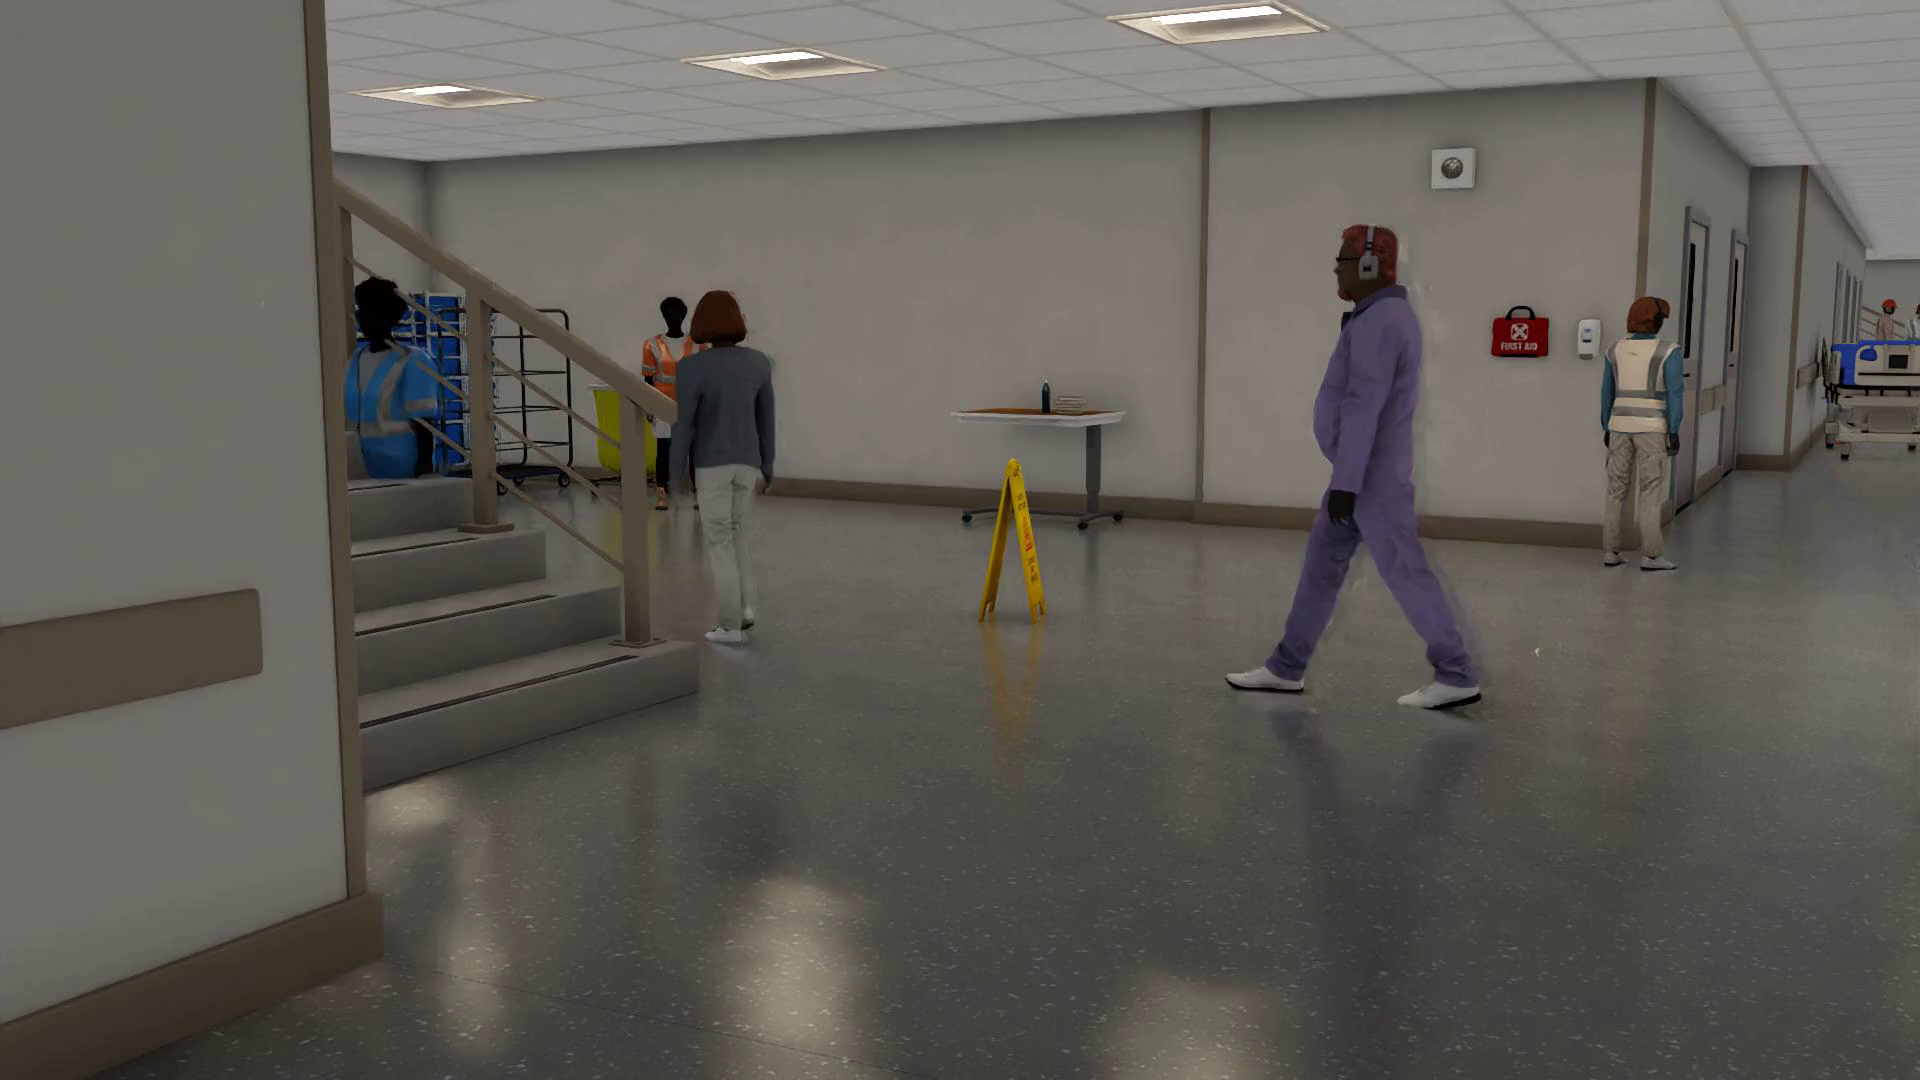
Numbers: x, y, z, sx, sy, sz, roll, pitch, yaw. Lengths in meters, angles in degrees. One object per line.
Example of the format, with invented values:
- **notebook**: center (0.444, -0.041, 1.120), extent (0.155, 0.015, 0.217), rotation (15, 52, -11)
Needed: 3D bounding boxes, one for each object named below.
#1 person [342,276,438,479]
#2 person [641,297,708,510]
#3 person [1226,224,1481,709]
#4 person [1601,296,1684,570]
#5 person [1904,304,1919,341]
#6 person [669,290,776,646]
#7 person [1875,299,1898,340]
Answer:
- **person**: center (-2.439, -0.310, 7.296), extent (0.547, 1.680, 0.631), rotation (5, 9, 34)
- **person**: center (-2.242, -1.070, 13.147), extent (0.536, 1.689, 0.324), rotation (-1, 8, -10)
- **person**: center (1.567, -0.277, 6.406), extent (0.980, 1.860, 0.659), rotation (2, 8, 16)
- **person**: center (4.086, -0.638, 9.995), extent (0.315, 1.640, 0.515), rotation (-5, 9, -35)
- **person**: center (18.916, -3.722, 32.792), extent (0.584, 1.882, 0.337), rotation (2, 8, 17)
- **person**: center (-1.113, -0.328, 7.646), extent (0.522, 1.618, 0.425), rotation (-7, 10, -42)
- **person**: center (19.427, -4.053, 34.919), extent (0.390, 1.991, 0.626), rotation (1, 8, 10)
